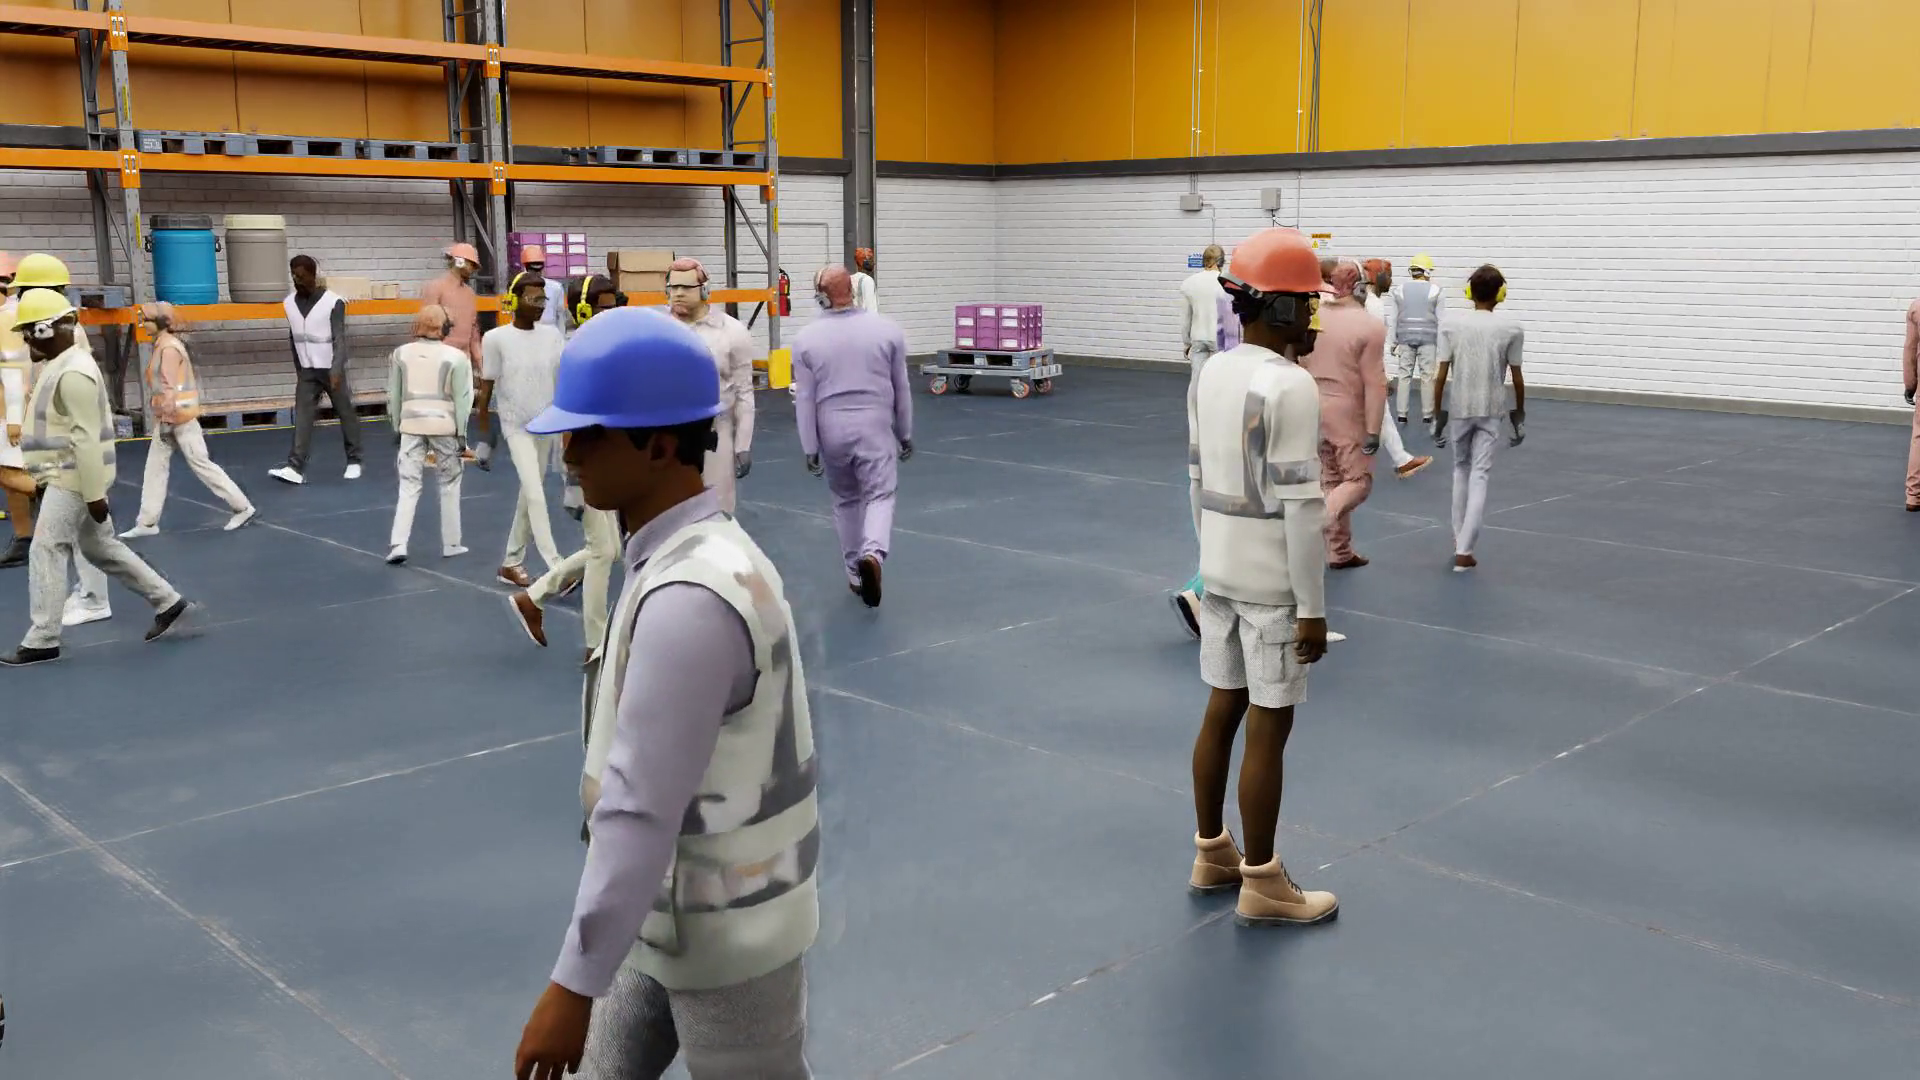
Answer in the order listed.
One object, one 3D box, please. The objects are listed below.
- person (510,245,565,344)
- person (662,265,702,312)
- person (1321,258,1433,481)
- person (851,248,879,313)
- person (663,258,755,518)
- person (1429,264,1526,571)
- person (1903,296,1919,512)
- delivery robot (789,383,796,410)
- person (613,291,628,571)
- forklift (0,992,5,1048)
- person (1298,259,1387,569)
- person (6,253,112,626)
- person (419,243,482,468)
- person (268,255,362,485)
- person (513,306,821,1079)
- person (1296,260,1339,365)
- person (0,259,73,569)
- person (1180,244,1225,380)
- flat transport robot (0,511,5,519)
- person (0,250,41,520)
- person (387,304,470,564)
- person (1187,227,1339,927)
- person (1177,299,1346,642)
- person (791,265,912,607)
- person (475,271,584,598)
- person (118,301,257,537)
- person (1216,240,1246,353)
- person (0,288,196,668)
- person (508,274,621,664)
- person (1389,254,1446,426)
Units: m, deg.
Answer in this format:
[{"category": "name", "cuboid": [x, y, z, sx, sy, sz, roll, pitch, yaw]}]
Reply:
[{"category": "person", "cuboid": [-4.266, -2.002, 16.796, 0.557, 1.937, 0.487, -7, 13, -34]}, {"category": "person", "cuboid": [-1.883, -0.972, 11.402, 0.445, 1.830, 0.594, -4, 11, -20]}, {"category": "person", "cuboid": [3.432, -1.380, 13.643, 1.013, 1.821, 0.614, 0, 10, 1]}, {"category": "person", "cuboid": [-1.078, -2.329, 18.678, 0.355, 1.883, 0.573, -6, 12, -31]}, {"category": "person", "cuboid": [-1.395, -0.496, 8.621, 0.651, 1.905, 0.409, 1, 10, 4]}, {"category": "person", "cuboid": [3.204, -0.760, 10.219, 0.540, 1.838, 0.788, 5, 12, 26]}, {"category": "person", "cuboid": [7.199, -1.128, 12.068, 0.402, 1.904, 0.652, -8, 13, -36]}, {"category": "delivery robot", "cuboid": [-1.489, -1.604, 18.092, 0.707, 0.478, 0.477, -4, 11, -20]}, {"category": "person", "cuboid": [-2.093, -0.659, 10.071, 0.531, 1.697, 0.322, 6, 12, 28]}, {"category": "forklift", "cuboid": [-3.245, 0.323, 3.363, 2.313, 2.155, 1.214, 2, 11, 13]}, {"category": "person", "cuboid": [2.227, -0.710, 9.856, 0.737, 1.886, 0.650, -7, 12, -34]}, {"category": "person", "cuboid": [-4.677, -0.516, 8.665, 0.371, 1.929, 0.584, -6, 12, -28]}, {"category": "person", "cuboid": [-4.499, -1.618, 14.643, 0.402, 1.953, 0.759, 4, 11, 23]}, {"category": "person", "cuboid": [-5.239, -1.380, 13.556, 0.625, 1.852, 1.008, 3, 11, 15]}, {"category": "person", "cuboid": [-0.548, 0.599, 2.632, 0.935, 1.903, 0.605, -3, 11, -17]}, {"category": "person", "cuboid": [3.562, -1.834, 16.260, 1.013, 1.787, 0.637, -8, 13, -38]}, {"category": "person", "cuboid": [-5.705, -0.780, 10.153, 0.586, 1.912, 0.584, -7, 12, -32]}, {"category": "person", "cuboid": [2.457, -1.916, 16.290, 0.627, 1.934, 0.372, 6, 12, 29]}, {"category": "flat transport robot", "cuboid": [-7.397, -0.170, 11.299, 1.431, 0.197, 0.652, -1, 10, -5]}, {"category": "person", "cuboid": [-6.679, -1.087, 11.805, 0.465, 1.918, 0.554, -3, 11, -17]}, {"category": "person", "cuboid": [-3.316, -0.650, 10.299, 0.529, 1.603, 0.602, 1, 10, 5]}, {"category": "person", "cuboid": [0.896, 0.115, 4.909, 0.372, 2.044, 0.608, -4, 11, -22]}, {"category": "person", "cuboid": [1.506, -0.329, 8.194, 0.782, 1.734, 0.525, -2, 11, -12]}, {"category": "person", "cuboid": [-0.587, -0.566, 9.112, 0.660, 1.867, 0.816, 0, 10, -1]}, {"category": "person", "cuboid": [-2.367, -0.584, 9.339, 0.978, 1.818, 0.539, 9, 14, 40]}, {"category": "person", "cuboid": [-5.249, -0.818, 11.256, 0.851, 1.603, 0.533, -7, 12, -33]}, {"category": "person", "cuboid": [2.440, -1.543, 14.134, 0.626, 1.980, 1.106, 6, 12, 31]}, {"category": "person", "cuboid": [-4.195, -0.315, 7.985, 0.863, 1.788, 0.579, -6, 12, -28]}, {"category": "person", "cuboid": [-1.813, -0.314, 7.799, 0.605, 1.851, 0.518, 1, 10, 5]}, {"category": "person", "cuboid": [4.875, -2.122, 17.706, 0.587, 1.825, 0.404, 5, 12, 27]}]
